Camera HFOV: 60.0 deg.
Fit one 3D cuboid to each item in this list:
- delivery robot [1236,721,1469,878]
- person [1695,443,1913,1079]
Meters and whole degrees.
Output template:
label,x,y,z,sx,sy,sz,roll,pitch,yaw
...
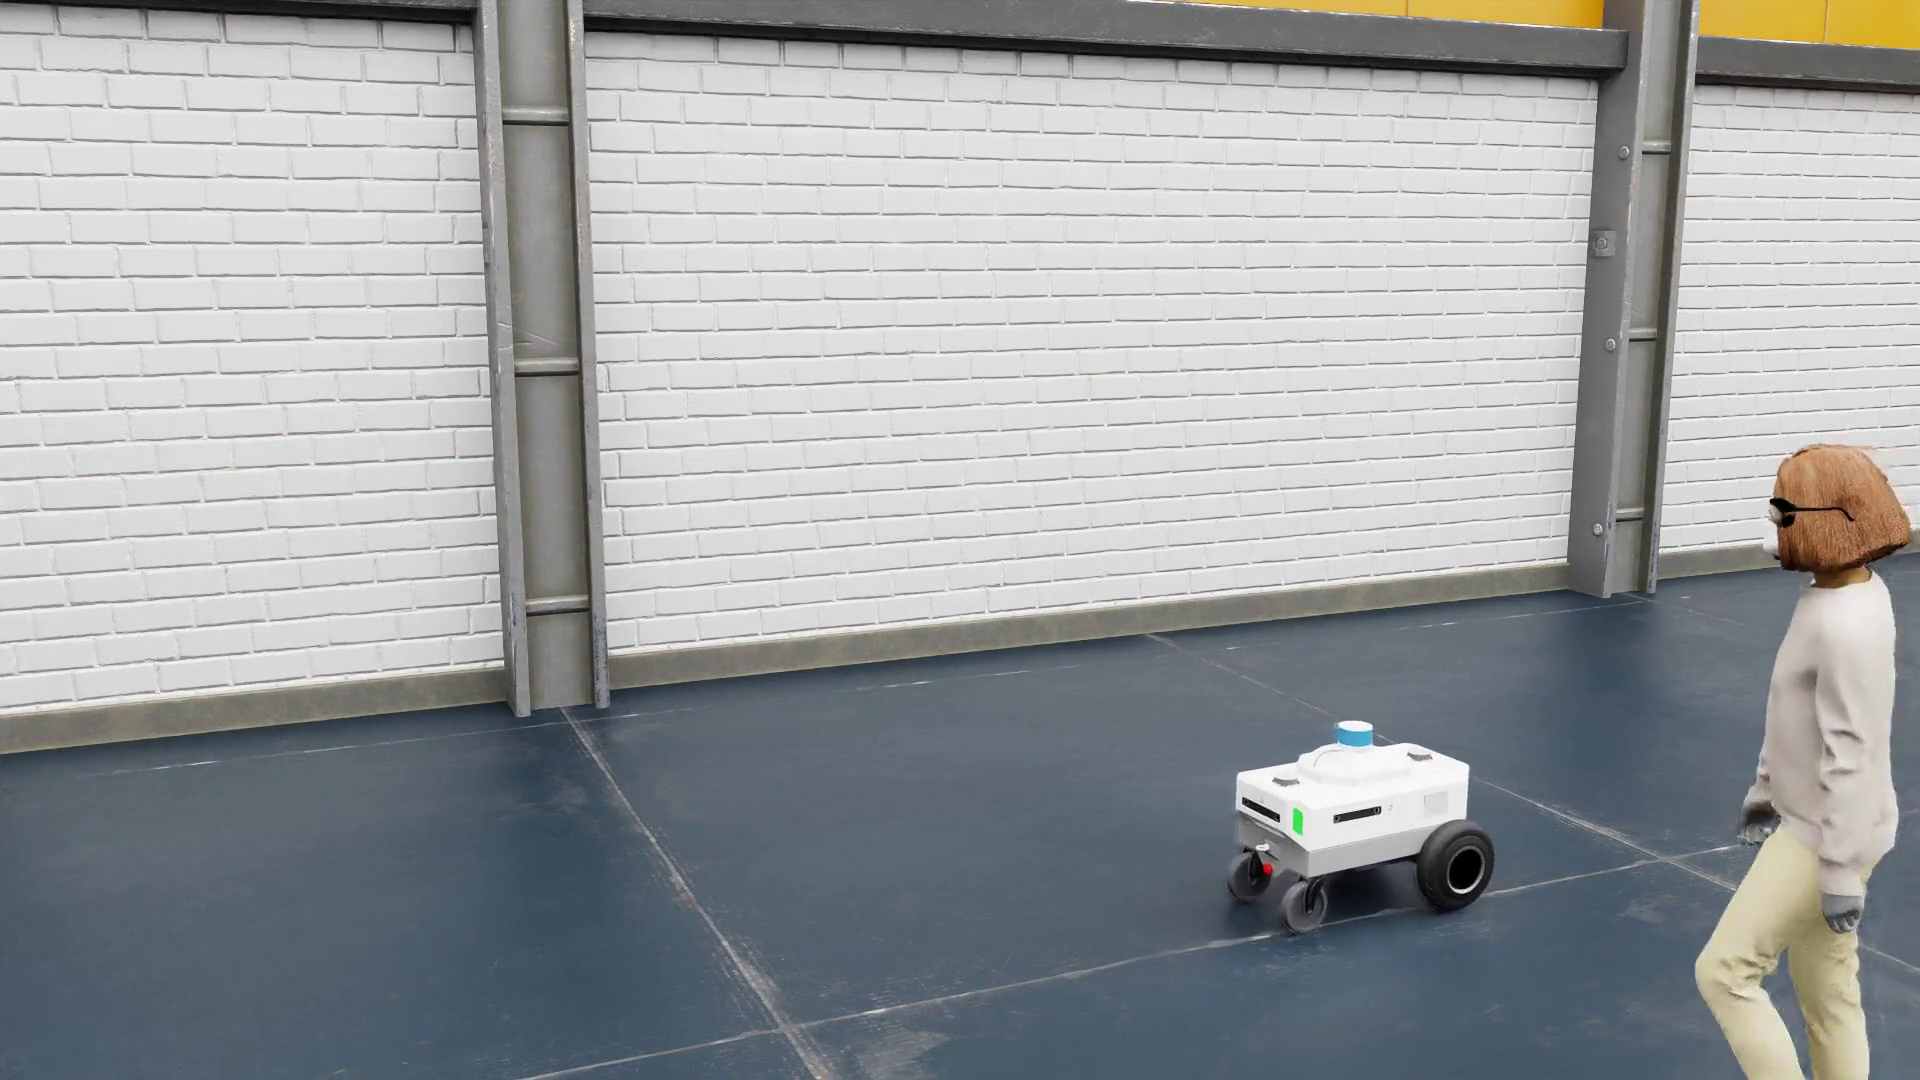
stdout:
label,x,y,z,sx,sy,sz,roll,pitch,yaw
delivery robot,1.193,0.794,5.061,0.707,0.478,0.477,-5,12,-27
person,1.728,0.609,3.425,0.432,1.619,0.499,6,12,29
